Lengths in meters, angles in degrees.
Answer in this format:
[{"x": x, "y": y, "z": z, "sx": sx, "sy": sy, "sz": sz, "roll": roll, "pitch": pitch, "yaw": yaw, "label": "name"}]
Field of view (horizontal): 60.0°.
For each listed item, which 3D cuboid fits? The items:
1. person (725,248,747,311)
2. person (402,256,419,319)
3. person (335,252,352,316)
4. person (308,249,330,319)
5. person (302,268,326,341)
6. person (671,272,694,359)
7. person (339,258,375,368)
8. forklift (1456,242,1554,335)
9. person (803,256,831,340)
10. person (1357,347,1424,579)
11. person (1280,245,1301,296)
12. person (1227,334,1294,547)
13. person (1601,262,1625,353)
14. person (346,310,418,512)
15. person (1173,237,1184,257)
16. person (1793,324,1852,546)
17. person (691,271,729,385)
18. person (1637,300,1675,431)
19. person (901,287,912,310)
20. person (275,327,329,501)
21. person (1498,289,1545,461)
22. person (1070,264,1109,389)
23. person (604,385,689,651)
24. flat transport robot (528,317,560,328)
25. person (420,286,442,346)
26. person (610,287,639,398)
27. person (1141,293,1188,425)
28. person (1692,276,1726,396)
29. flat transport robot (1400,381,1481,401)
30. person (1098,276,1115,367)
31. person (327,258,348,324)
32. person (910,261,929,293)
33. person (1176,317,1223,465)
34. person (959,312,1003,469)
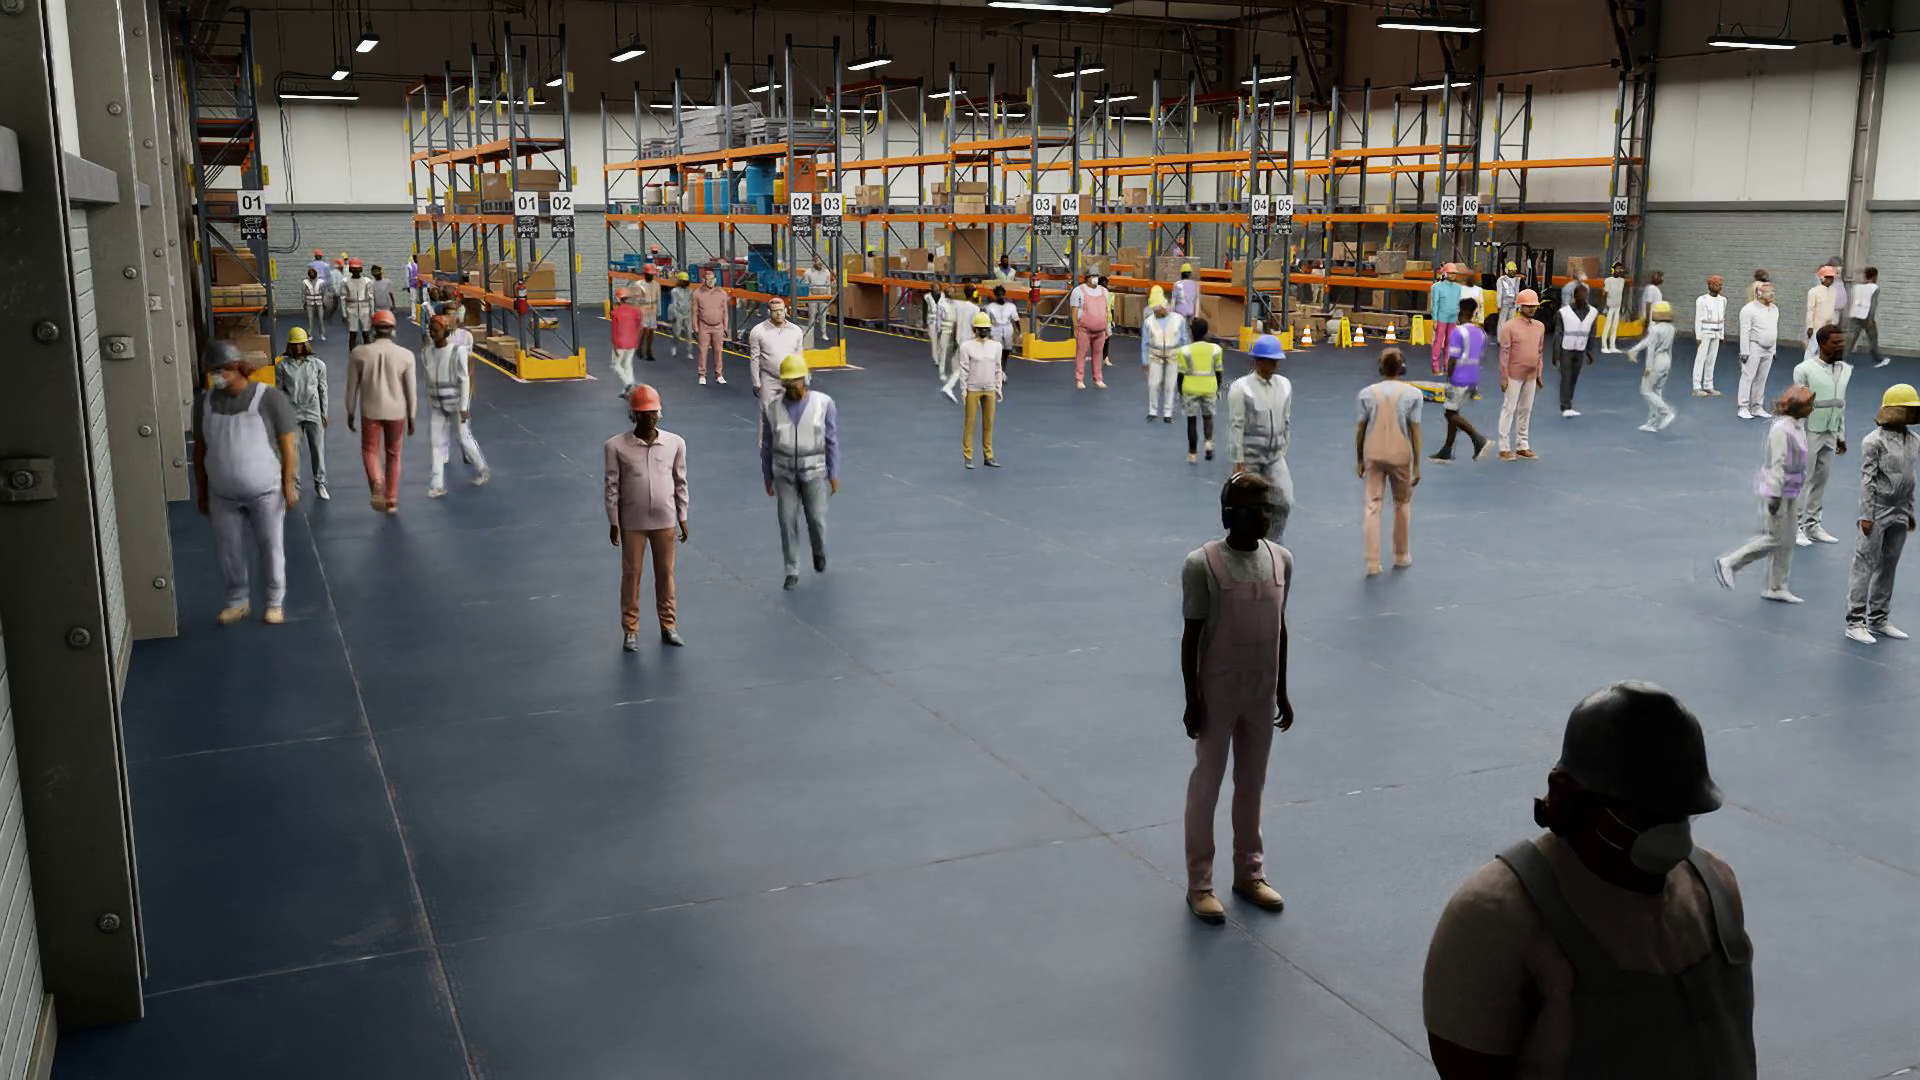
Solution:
[{"x": -6.563, "y": -7.656, "z": 48.922, "sx": 0.615, "sy": 1.853, "sz": 0.631, "roll": -8, "pitch": 13, "yaw": -34, "label": "person"}, {"x": -14.888, "y": -6.874, "z": 45.296, "sx": 0.641, "sy": 1.724, "sz": 0.421, "roll": 9, "pitch": 14, "yaw": 37, "label": "person"}, {"x": -17.298, "y": -7.205, "z": 46.851, "sx": 0.526, "sy": 1.768, "sz": 0.315, "roll": -5, "pitch": 12, "yaw": -23, "label": "person"}, {"x": -17.463, "y": -6.979, "z": 45.360, "sx": 0.555, "sy": 1.909, "sz": 0.886, "roll": -5, "pitch": 12, "yaw": -24, "label": "person"}, {"x": -14.623, "y": -5.337, "z": 37.676, "sx": 0.515, "sy": 1.641, "sz": 0.309, "roll": -5, "pitch": 12, "yaw": -23, "label": "person"}, {"x": -5.522, "y": -4.471, "z": 33.054, "sx": 0.490, "sy": 1.724, "sz": 0.595, "roll": -7, "pitch": 13, "yaw": -31, "label": "person"}, {"x": -11.235, "y": -4.238, "z": 31.054, "sx": 0.608, "sy": 2.048, "sz": 0.370, "roll": -5, "pitch": 12, "yaw": -23, "label": "person"}, {"x": 13.047, "y": -6.049, "z": 39.881, "sx": 2.313, "sy": 2.155, "sz": 1.214, "roll": -5, "pitch": 12, "yaw": -23, "label": "forklift"}, {"x": -3.213, "y": -5.467, "z": 37.648, "sx": 0.641, "sy": 1.913, "sz": 0.407, "roll": -5, "pitch": 12, "yaw": -23, "label": "person"}, {"x": 3.443, "y": -0.629, "z": 13.308, "sx": 0.534, "sy": 1.808, "sz": 0.828, "roll": 6, "pitch": 12, "yaw": 26, "label": "person"}, {"x": 9.006, "y": -7.037, "z": 45.384, "sx": 0.605, "sy": 2.017, "sz": 0.848, "roll": 4, "pitch": 12, "yaw": 18, "label": "person"}, {"x": 2.383, "y": -0.653, "z": 13.127, "sx": 0.607, "sy": 1.927, "sz": 0.625, "roll": -5, "pitch": 12, "yaw": -22, "label": "person"}, {"x": 13.481, "y": -4.783, "z": 34.273, "sx": 0.515, "sy": 1.872, "sz": 0.328, "roll": -5, "pitch": 12, "yaw": -23, "label": "person"}, {"x": -5.490, "y": -1.195, "z": 15.829, "sx": 0.660, "sy": 1.956, "sz": 0.758, "roll": -4, "pitch": 12, "yaw": -19, "label": "person"}, {"x": 7.588, "y": -9.325, "z": 56.916, "sx": 0.608, "sy": 2.044, "sz": 0.378, "roll": -5, "pitch": 12, "yaw": -23, "label": "person"}, {"x": 7.481, "y": -0.918, "z": 14.508, "sx": 0.590, "sy": 1.919, "sz": 0.391, "roll": -5, "pitch": 12, "yaw": -23, "label": "person"}, {"x": -4.202, "y": -3.575, "z": 28.041, "sx": 0.641, "sy": 1.908, "sz": 0.407, "roll": -5, "pitch": 12, "yaw": -23, "label": "person"}, {"x": 9.209, "y": -2.278, "z": 21.877, "sx": 0.505, "sy": 1.729, "sz": 0.488, "roll": -9, "pitch": 14, "yaw": -37, "label": "person"}, {"x": -1.588, "y": -7.721, "z": 49.808, "sx": 0.500, "sy": 1.633, "sz": 0.279, "roll": -5, "pitch": 12, "yaw": -23, "label": "person"}, {"x": -6.586, "y": -1.259, "z": 16.686, "sx": 0.487, "sy": 1.744, "sz": 0.297, "roll": -5, "pitch": 12, "yaw": -23, "label": "person"}, {"x": 6.560, "y": -1.922, "z": 19.416, "sx": 0.612, "sy": 1.995, "sz": 0.382, "roll": -5, "pitch": 12, "yaw": -23, "label": "person"}, {"x": 2.176, "y": -3.501, "z": 27.325, "sx": 0.682, "sy": 2.000, "sz": 0.537, "roll": -5, "pitch": 12, "yaw": -23, "label": "person"}, {"x": -2.065, "y": -0.151, "z": 11.018, "sx": 0.564, "sy": 1.755, "sz": 0.323, "roll": -5, "pitch": 12, "yaw": -23, "label": "person"}, {"x": -10.467, "y": -5.465, "z": 41.817, "sx": 0.652, "sy": 0.197, "sz": 1.431, "roll": -4, "pitch": 12, "yaw": -18, "label": "flat transport robot"}, {"x": -8.860, "y": -3.467, "z": 28.165, "sx": 0.515, "sy": 1.645, "sz": 0.309, "roll": -5, "pitch": 12, "yaw": -23, "label": "person"}, {"x": -5.200, "y": -3.055, "z": 25.823, "sx": 0.428, "sy": 1.737, "sz": 0.567, "roll": 9, "pitch": 14, "yaw": 38, "label": "person"}, {"x": 2.796, "y": -2.468, "z": 22.750, "sx": 0.635, "sy": 1.789, "sz": 0.445, "roll": 2, "pitch": 11, "yaw": 11, "label": "person"}, {"x": 11.847, "y": -3.215, "z": 26.269, "sx": 0.575, "sy": 1.884, "sz": 0.355, "roll": -5, "pitch": 12, "yaw": -23, "label": "person"}, {"x": 7.337, "y": -2.321, "z": 25.839, "sx": 0.652, "sy": 0.197, "sz": 1.431, "roll": -6, "pitch": 13, "yaw": -27, "label": "flat transport robot"}, {"x": 2.668, "y": -4.089, "z": 31.189, "sx": 0.536, "sy": 1.697, "sz": 0.318, "roll": -5, "pitch": 12, "yaw": -23, "label": "person"}, {"x": -16.057, "y": -6.427, "z": 43.008, "sx": 0.784, "sy": 1.727, "sz": 0.558, "roll": 7, "pitch": 13, "yaw": 30, "label": "person"}, {"x": -1.083, "y": -6.931, "z": 45.101, "sx": 0.641, "sy": 1.908, "sz": 0.407, "roll": -5, "pitch": 12, "yaw": -23, "label": "person"}, {"x": 2.733, "y": -1.706, "z": 19.077, "sx": 0.544, "sy": 1.683, "sz": 0.365, "roll": -1, "pitch": 11, "yaw": -3, "label": "person"}, {"x": 0.243, "y": -1.689, "z": 18.818, "sx": 0.526, "sy": 1.768, "sz": 0.315, "roll": -5, "pitch": 12, "yaw": -23, "label": "person"}]
